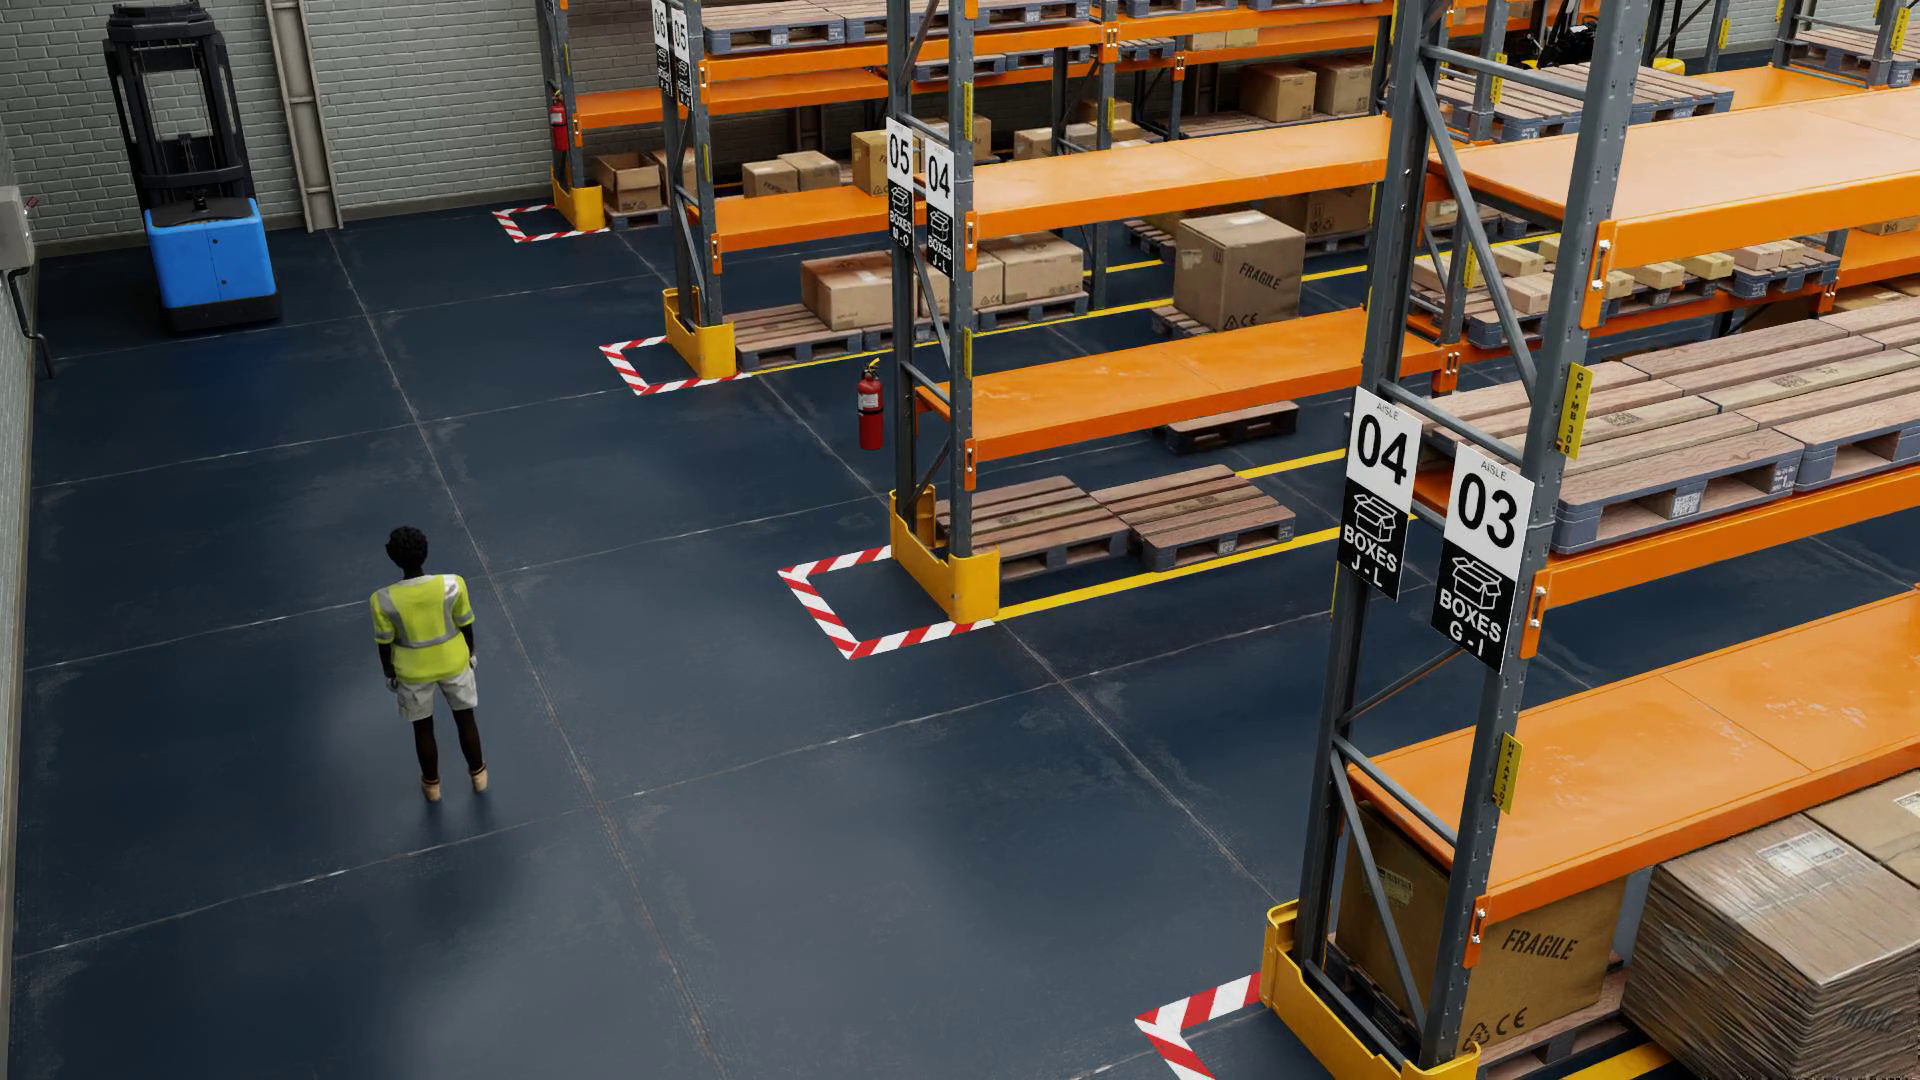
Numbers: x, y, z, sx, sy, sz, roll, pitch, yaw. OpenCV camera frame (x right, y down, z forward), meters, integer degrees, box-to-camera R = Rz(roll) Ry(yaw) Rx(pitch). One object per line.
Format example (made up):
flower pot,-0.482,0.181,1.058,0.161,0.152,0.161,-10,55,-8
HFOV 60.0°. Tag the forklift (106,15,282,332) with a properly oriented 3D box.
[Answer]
forklift,-7.548,-3.672,16.323,1.129,2.768,1.873,-12,30,-22

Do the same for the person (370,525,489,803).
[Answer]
person,-2.931,0.703,9.210,0.541,1.691,0.322,-10,29,-19

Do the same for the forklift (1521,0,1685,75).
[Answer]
forklift,8.950,-6.807,23.056,1.214,2.155,2.313,-12,30,-22
